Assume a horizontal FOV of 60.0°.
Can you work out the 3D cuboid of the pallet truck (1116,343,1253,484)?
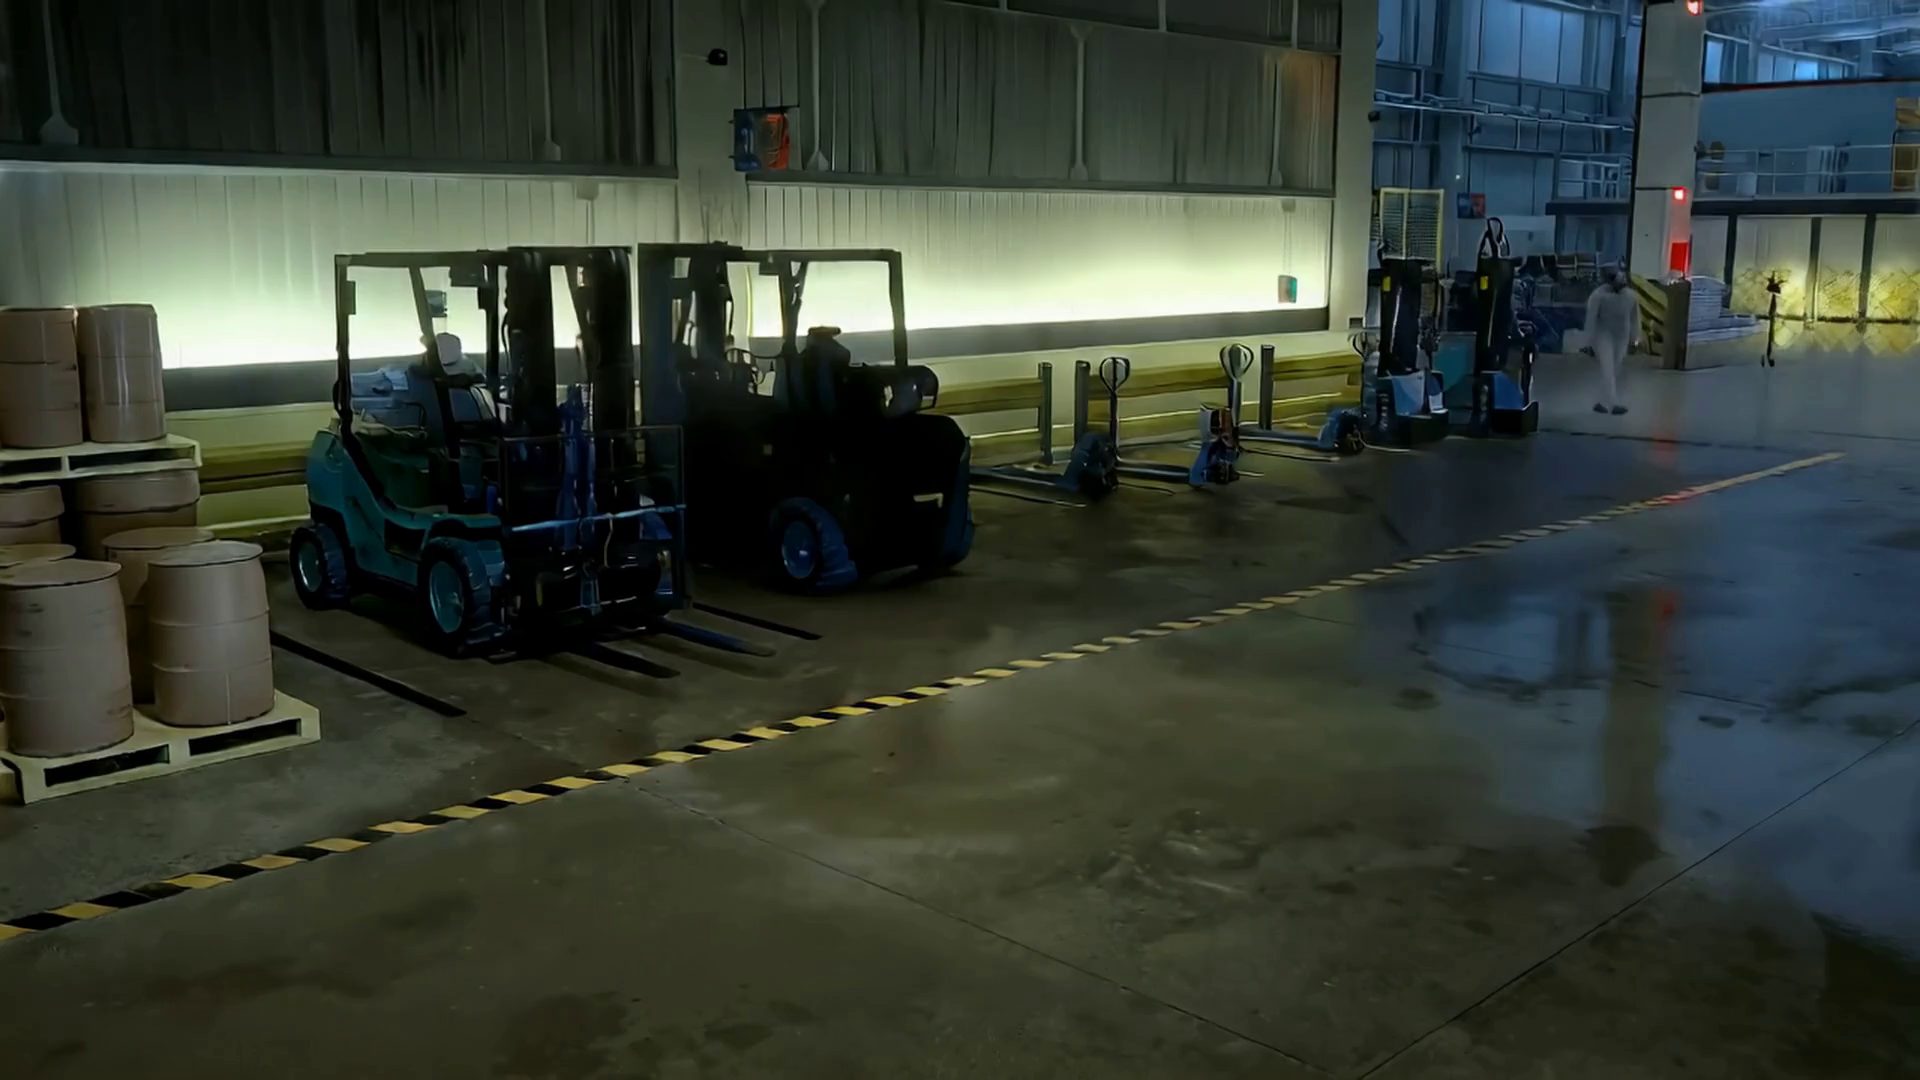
[{"bbox_3d":[1.962,-1.215,15.415,1.522,1.261,0.704,10,14,43],"label":"pallet truck"}]

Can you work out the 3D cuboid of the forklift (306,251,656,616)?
[{"bbox_3d":[-2.833,-0.669,9.694,1.157,1.987,2.680,-10,14,-44],"label":"forklift"}]

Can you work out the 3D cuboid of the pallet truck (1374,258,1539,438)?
[{"bbox_3d":[5.704,-2.208,18.901,1.885,1.965,0.823,10,14,43],"label":"pallet truck"}]

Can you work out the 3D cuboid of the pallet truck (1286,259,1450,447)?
[{"bbox_3d":[4.493,-2.078,18.196,0.823,1.965,1.885,-9,14,-40],"label":"pallet truck"}]

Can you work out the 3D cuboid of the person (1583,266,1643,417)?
[{"bbox_3d":[8.180,-2.473,20.723,0.674,1.851,0.980,-2,11,-9],"label":"person"}]

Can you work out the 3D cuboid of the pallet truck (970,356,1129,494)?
[{"bbox_3d":[0.784,-1.085,14.876,0.680,1.201,1.601,-10,14,-44],"label":"pallet truck"}]

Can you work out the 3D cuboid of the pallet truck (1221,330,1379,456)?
[{"bbox_3d":[3.563,-1.581,17.381,0.653,1.274,1.630,-10,14,-44],"label":"pallet truck"}]

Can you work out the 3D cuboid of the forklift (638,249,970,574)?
[{"bbox_3d":[-1.173,-0.958,11.239,2.680,1.987,1.157,10,14,43],"label":"forklift"}]
